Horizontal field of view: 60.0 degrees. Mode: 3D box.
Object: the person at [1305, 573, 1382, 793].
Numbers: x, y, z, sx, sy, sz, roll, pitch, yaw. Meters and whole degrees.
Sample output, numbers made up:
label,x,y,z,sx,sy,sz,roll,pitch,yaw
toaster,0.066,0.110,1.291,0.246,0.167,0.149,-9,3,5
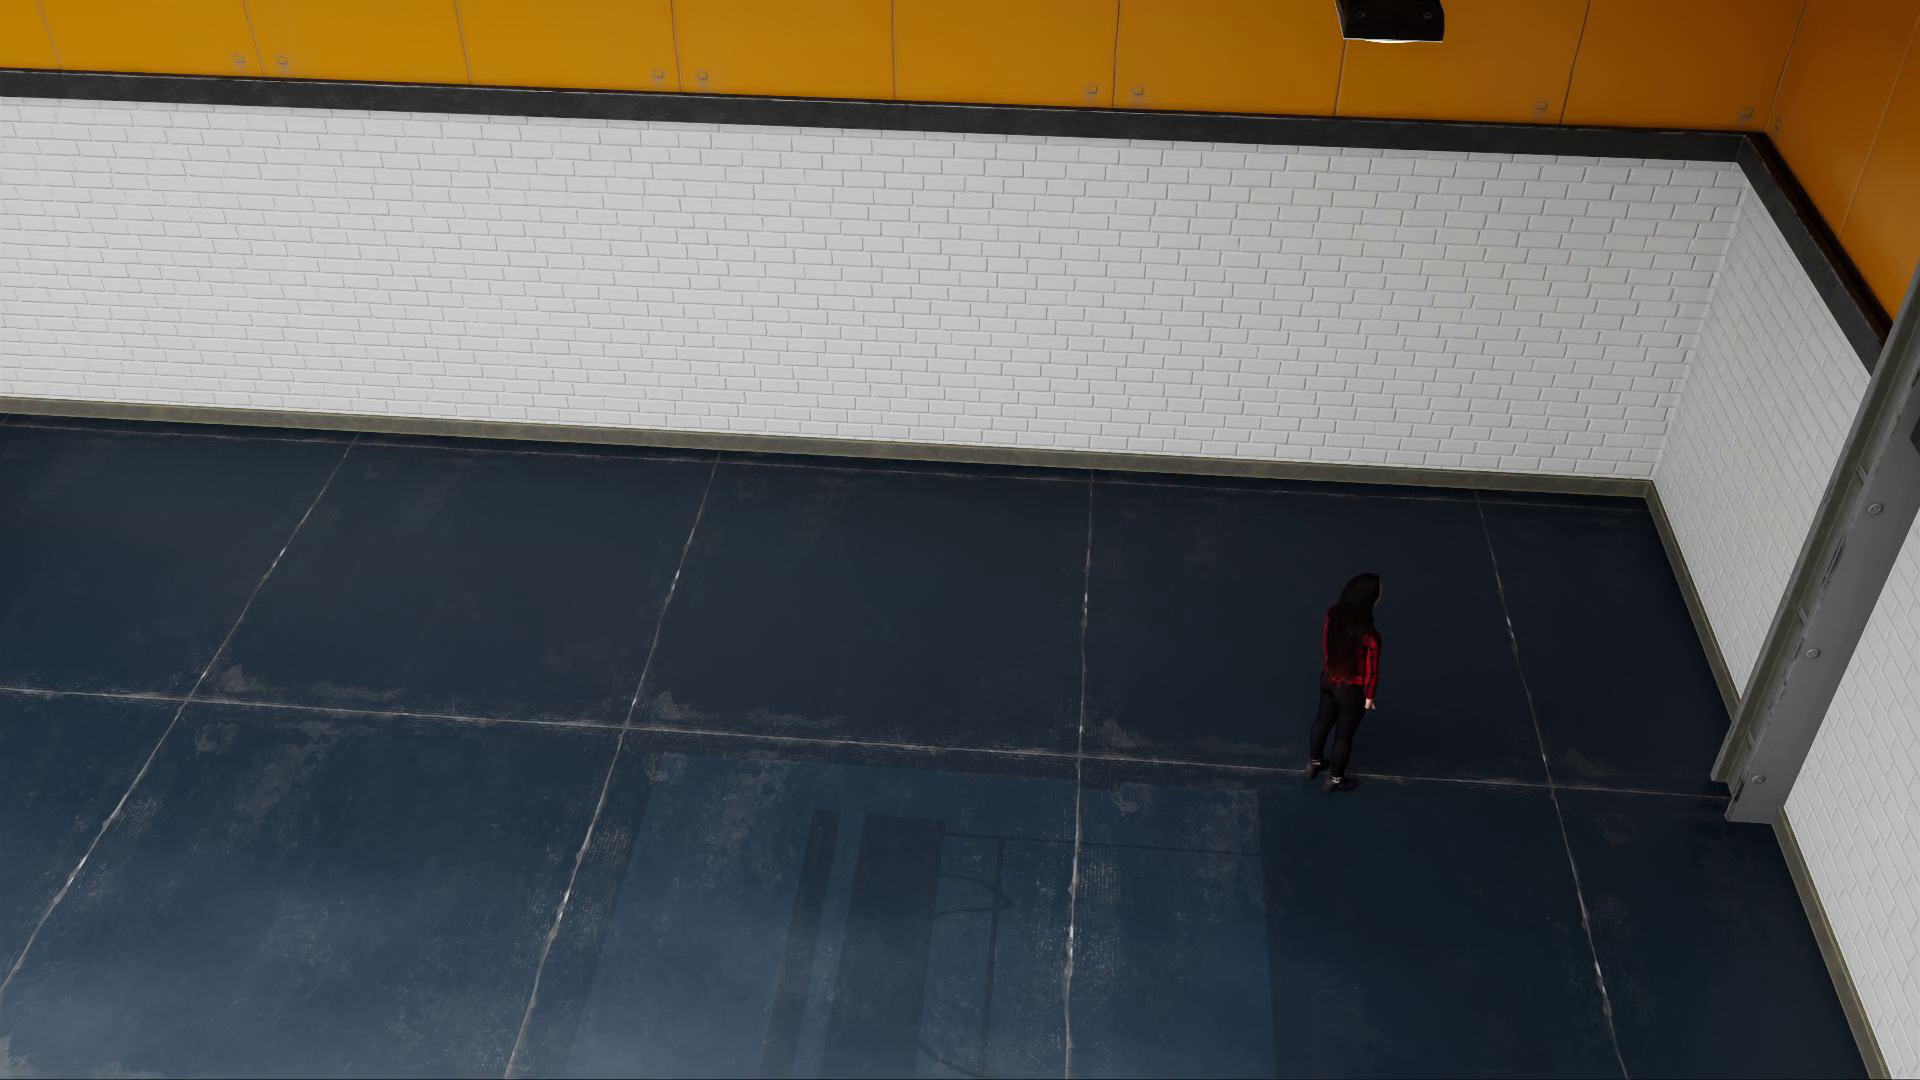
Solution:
label,x,y,z,sx,sy,sz,roll,pitch,yaw
person,2.333,0.881,10.109,0.721,1.655,0.637,-22,44,-25
